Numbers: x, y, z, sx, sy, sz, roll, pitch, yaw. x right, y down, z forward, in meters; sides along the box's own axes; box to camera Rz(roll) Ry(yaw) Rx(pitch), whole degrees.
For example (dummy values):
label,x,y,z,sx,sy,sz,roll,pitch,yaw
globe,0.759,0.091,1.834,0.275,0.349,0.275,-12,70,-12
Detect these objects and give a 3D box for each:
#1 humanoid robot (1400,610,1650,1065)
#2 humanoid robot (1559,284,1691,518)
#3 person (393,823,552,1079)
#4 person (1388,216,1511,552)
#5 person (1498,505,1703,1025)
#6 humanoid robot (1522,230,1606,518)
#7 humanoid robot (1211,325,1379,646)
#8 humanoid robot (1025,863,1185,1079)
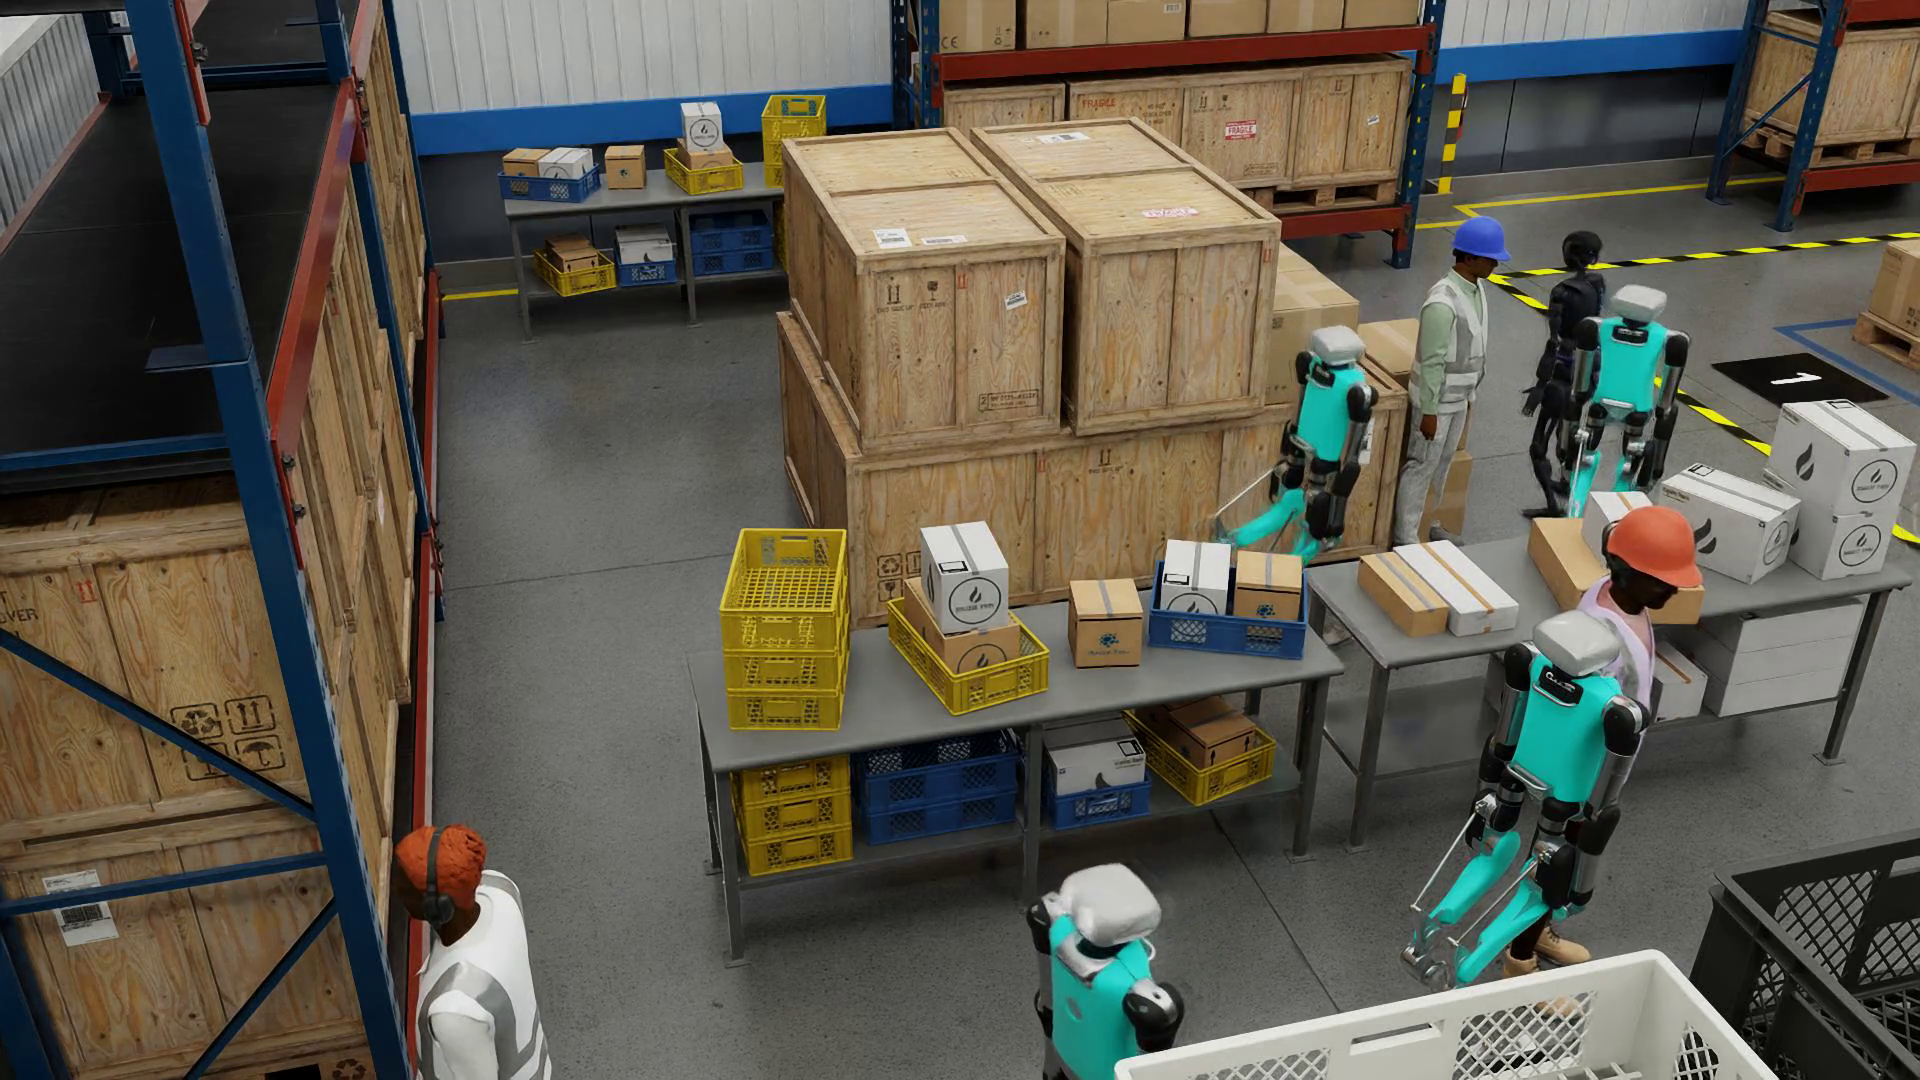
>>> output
label,x,y,z,sx,sy,sz,roll,pitch,yaw
humanoid robot,1.769,1.058,5.534,0.735,1.677,0.533,-15,32,-26
humanoid robot,3.097,-0.279,8.145,0.550,1.812,0.880,18,34,29
person,-1.317,1.554,4.624,0.356,1.882,0.573,-3,29,-5
person,2.575,-0.771,8.790,0.412,1.939,0.602,19,34,30
person,2.239,0.785,5.860,0.390,2.038,0.609,14,32,23
humanoid robot,3.437,-0.923,9.332,0.616,1.633,0.392,-24,37,-37
humanoid robot,1.546,-0.153,7.862,1.016,1.733,0.547,-12,31,-20
humanoid robot,0.562,1.623,4.752,0.733,1.877,0.537,-19,34,-31
